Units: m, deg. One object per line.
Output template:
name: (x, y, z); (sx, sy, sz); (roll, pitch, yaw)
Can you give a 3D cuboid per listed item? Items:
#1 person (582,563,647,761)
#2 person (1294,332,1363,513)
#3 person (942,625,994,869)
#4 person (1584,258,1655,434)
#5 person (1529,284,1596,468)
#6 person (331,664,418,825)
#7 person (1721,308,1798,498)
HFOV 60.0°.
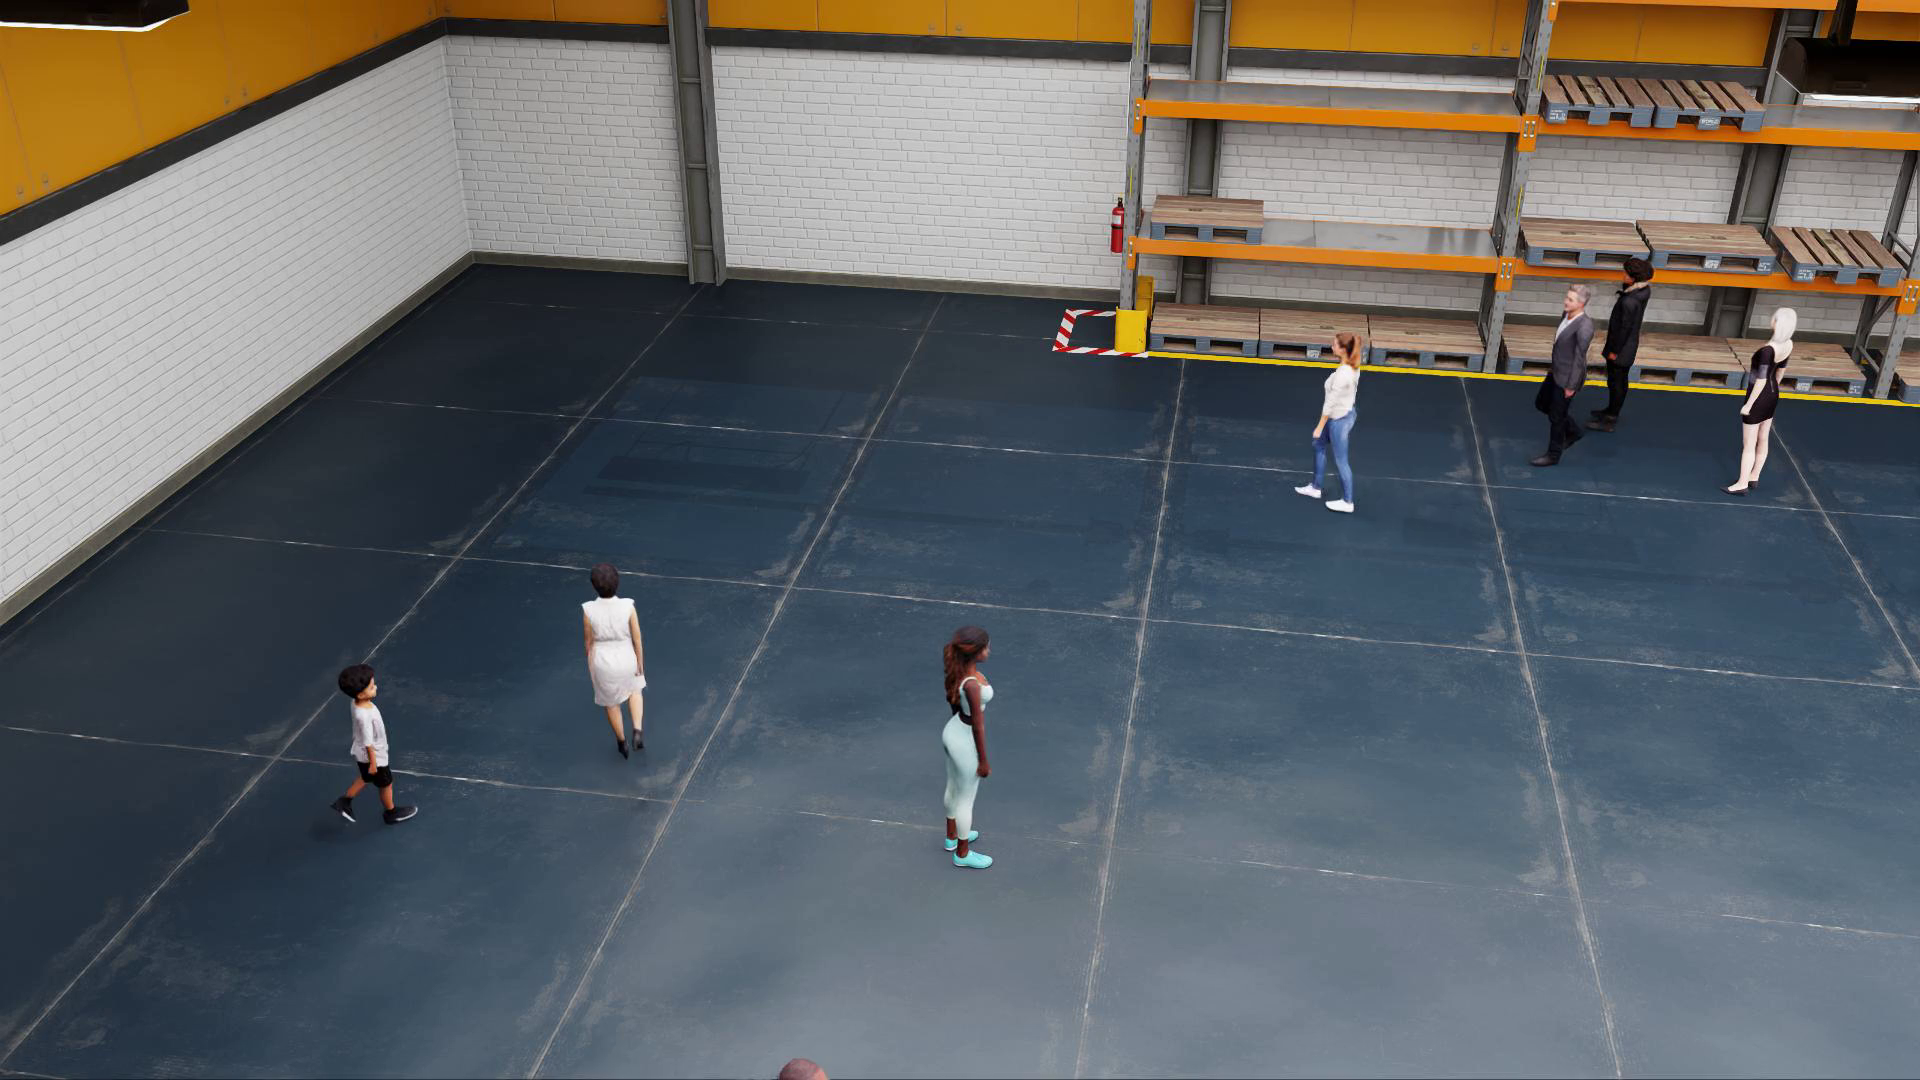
person: (-2.392, 0.895, 11.567); (0.682, 1.540, 0.734); (-8, 30, -14)
person: (3.490, -1.027, 14.924); (0.877, 1.700, 0.721); (11, 30, 19)
person: (0.030, 1.308, 10.616); (0.679, 1.725, 0.651); (-10, 30, -18)
person: (6.588, -1.940, 16.515); (0.719, 1.779, 0.716); (17, 33, 29)
person: (5.813, -1.565, 15.783); (0.863, 1.821, 0.824); (-1, 29, -1)
person: (-3.961, 1.380, 10.984); (0.814, 1.247, 0.732); (-15, 32, -26)
person: (7.351, -1.268, 15.231); (0.644, 1.829, 0.703); (-19, 34, -30)
